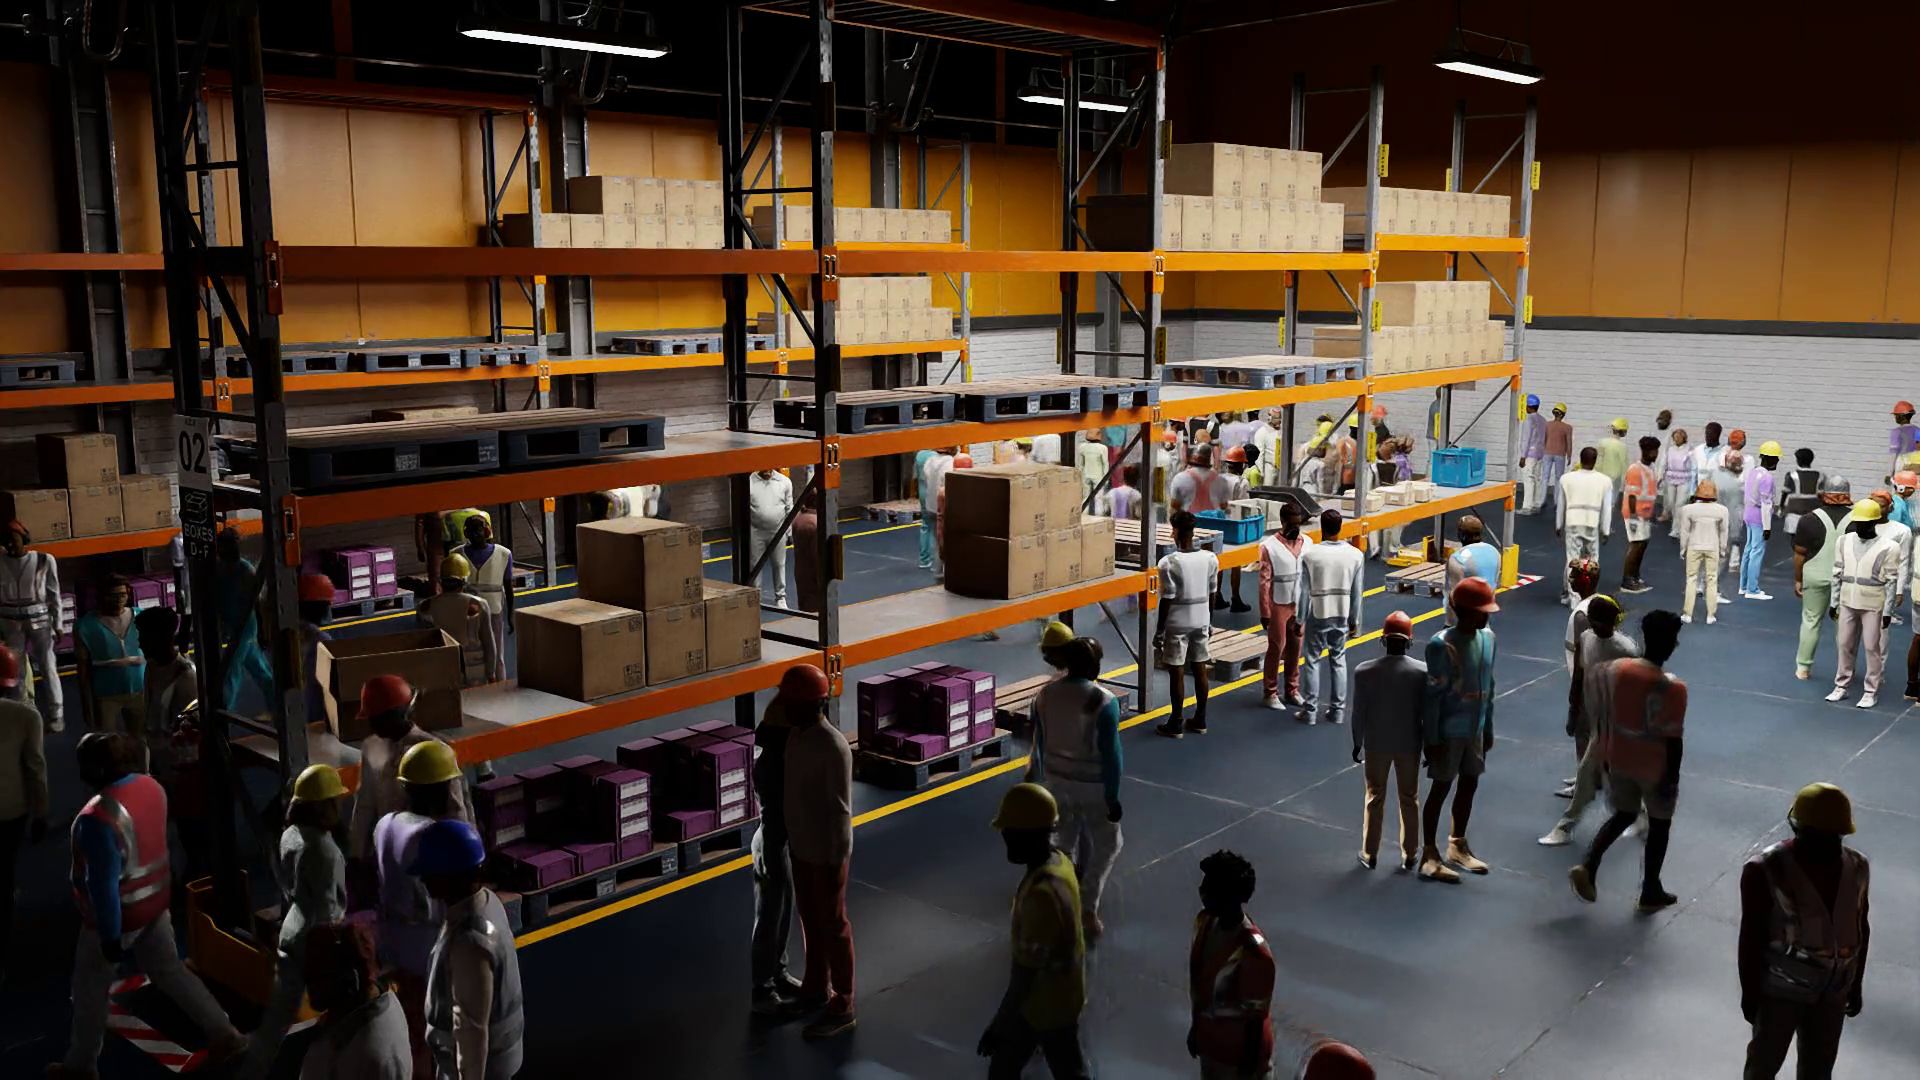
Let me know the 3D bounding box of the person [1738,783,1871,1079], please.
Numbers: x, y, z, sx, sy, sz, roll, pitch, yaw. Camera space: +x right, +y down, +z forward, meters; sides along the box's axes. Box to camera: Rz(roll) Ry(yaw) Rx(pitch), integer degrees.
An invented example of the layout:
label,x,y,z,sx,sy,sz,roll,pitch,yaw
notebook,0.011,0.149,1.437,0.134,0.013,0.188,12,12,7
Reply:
label,x,y,z,sx,sy,sz,roll,pitch,yaw
person,3.724,1.942,7.342,0.596,1.824,0.403,-1,10,-7

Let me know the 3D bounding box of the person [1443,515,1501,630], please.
label,x,y,z,sx,sy,sz,roll,pitch,yaw
person,4.492,0.695,14.740,0.624,1.841,0.430,-7,12,-36

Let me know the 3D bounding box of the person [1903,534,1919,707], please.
label,x,y,z,sx,sy,sz,roll,pitch,yaw
person,8.914,0.552,15.209,0.367,1.966,0.605,2,10,10

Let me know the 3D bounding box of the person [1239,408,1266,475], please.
label,x,y,z,sx,sy,sz,roll,pitch,yaw
person,4.573,-1.216,25.937,0.591,1.913,0.399,-7,12,-38

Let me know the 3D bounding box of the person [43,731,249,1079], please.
label,x,y,z,sx,sy,sz,roll,pitch,yaw
person,-4.056,1.814,8.214,0.946,1.801,0.622,0,10,3

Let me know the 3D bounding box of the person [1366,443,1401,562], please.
label,x,y,z,sx,sy,sz,roll,pitch,yaw
person,5.723,-0.499,22.511,0.548,1.630,0.359,-1,10,-6

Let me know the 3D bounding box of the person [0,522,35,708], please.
label,x,y,z,sx,sy,sz,roll,pitch,yaw
person,-8.517,0.695,14.765,0.561,1.836,0.388,-1,10,-9

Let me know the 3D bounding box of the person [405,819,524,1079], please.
label,x,y,z,sx,sy,sz,roll,pitch,yaw
person,-1.914,2.023,6.515,0.415,1.939,0.611,-2,10,-14

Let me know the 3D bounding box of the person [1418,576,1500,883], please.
label,x,y,z,sx,sy,sz,roll,pitch,yaw
person,3.317,1.235,10.945,0.614,2.034,0.409,-6,11,-32

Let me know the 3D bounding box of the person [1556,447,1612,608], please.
label,x,y,z,sx,sy,sz,roll,pitch,yaw
person,7.382,-0.163,19.716,0.608,1.884,0.813,3,10,20

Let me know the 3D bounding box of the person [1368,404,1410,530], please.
label,x,y,z,sx,sy,sz,roll,pitch,yaw
person,6.285,-1.062,24.890,0.938,1.965,0.636,4,10,21

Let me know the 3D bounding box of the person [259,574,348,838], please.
label,x,y,z,sx,sy,sz,roll,pitch,yaw
person,-4.552,1.192,11.574,0.592,1.915,0.582,7,12,36

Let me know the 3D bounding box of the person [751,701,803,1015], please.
label,x,y,z,sx,sy,sz,roll,pitch,yaw
person,-0.965,1.700,9.063,0.320,1.737,0.487,1,10,8

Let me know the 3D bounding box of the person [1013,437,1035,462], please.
label,x,y,z,sx,sy,sz,roll,pitch,yaw
person,0.848,-0.608,22.779,0.378,1.758,0.549,-1,10,-3

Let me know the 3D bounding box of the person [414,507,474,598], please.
label,x,y,z,sx,sy,sz,roll,pitch,yaw
person,-5.691,0.054,18.429,0.663,1.895,0.405,-5,11,-28

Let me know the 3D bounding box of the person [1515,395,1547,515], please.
label,x,y,z,sx,sy,sz,roll,pitch,yaw
person,9.198,-1.370,26.788,0.411,1.939,0.601,9,13,43

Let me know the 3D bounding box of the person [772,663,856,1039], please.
label,x,y,z,sx,sy,sz,roll,pitch,yaw
person,-0.779,1.619,8.794,0.407,1.986,0.616,-6,11,-33

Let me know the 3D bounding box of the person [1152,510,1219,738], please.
label,x,y,z,sx,sy,sz,roll,pitch,yaw
person,1.922,0.717,14.234,0.603,1.962,0.367,-5,11,-28

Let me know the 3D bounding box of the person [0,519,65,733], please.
label,x,y,z,sx,sy,sz,roll,pitch,yaw
person,-8.048,0.745,14.333,0.589,1.874,0.347,-3,10,-16

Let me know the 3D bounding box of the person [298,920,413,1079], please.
label,x,y,z,sx,sy,sz,roll,pitch,yaw
person,-2.039,2.192,5.603,0.409,1.908,0.639,-4,10,-22

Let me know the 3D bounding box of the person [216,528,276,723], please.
label,x,y,z,sx,sy,sz,roll,pitch,yaw
person,-6.282,0.779,14.380,0.533,1.789,0.983,7,12,38

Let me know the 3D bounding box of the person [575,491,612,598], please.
label,x,y,z,sx,sy,sz,roll,pitch,yaw
person,-3.530,0.412,16.487,0.529,1.832,0.971,-2,10,-9

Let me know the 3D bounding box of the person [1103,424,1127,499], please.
label,x,y,z,sx,sy,sz,roll,pitch,yaw
person,2.629,-1.644,28.258,0.397,1.992,0.638,-2,10,-13

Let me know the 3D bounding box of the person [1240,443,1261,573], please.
label,x,y,z,sx,sy,sz,roll,pitch,yaw
person,3.803,-0.419,21.814,0.316,1.695,0.541,0,10,-1

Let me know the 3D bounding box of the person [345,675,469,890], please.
label,x,y,z,sx,sy,sz,roll,pitch,yaw
person,-2.905,1.658,8.672,0.622,1.939,0.893,6,11,31

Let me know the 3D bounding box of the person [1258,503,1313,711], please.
label,x,y,z,sx,sy,sz,roll,pitch,yaw
person,2.954,0.600,15.120,0.598,1.907,0.408,-6,11,-31

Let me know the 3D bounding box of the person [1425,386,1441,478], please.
label,x,y,z,sx,sy,sz,roll,pitch,yaw
person,8.307,-1.729,28.959,0.372,1.932,0.628,2,10,12

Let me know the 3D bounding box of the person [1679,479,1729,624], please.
label,x,y,z,sx,sy,sz,roll,pitch,yaw
person,8.359,0.131,18.719,0.500,1.633,0.284,3,10,17

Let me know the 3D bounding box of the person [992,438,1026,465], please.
label,x,y,z,sx,sy,sz,roll,pitch,yaw
person,0.658,-0.797,23.381,0.594,1.925,0.369,9,13,43

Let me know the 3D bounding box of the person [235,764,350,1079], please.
label,x,y,z,sx,sy,sz,roll,pitch,yaw
person,-3.105,1.907,7.918,0.500,1.700,0.913,8,13,41

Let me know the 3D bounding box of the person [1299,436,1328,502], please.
label,x,y,z,sx,sy,sz,roll,pitch,yaw
person,4.757,-0.541,22.439,0.377,1.731,0.489,-4,10,-25

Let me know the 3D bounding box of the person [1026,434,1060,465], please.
label,x,y,z,sx,sy,sz,roll,pitch,yaw
person,1.189,-0.911,24.266,0.721,1.858,0.947,-8,13,-41

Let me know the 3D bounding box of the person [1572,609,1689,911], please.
label,x,y,z,sx,sy,sz,roll,pitch,yaw
person,4.190,1.377,10.332,0.692,1.946,0.624,-5,11,-26

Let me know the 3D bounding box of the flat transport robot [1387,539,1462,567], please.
label,x,y,z,sx,sy,sz,roll,pitch,yaw
flat transport robot,6.418,0.183,22.463,0.652,0.197,1.431,9,13,42

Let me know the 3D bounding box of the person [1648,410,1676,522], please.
label,x,y,z,sx,sy,sz,roll,pitch,yaw
person,10.823,-1.120,25.741,0.920,1.784,0.538,-8,12,-40

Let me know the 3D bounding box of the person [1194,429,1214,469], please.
label,x,y,z,sx,sy,sz,roll,pitch,yaw
person,3.543,-0.812,24.347,0.268,1.632,0.506,-3,10,-16

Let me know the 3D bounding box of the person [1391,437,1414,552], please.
label,x,y,z,sx,sy,sz,roll,pitch,yaw
person,6.179,-0.637,23.309,0.324,1.631,0.521,2,10,12

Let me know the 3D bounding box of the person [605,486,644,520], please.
label,x,y,z,sx,sy,sz,roll,pitch,yaw
person,-3.820,0.003,18.916,0.432,1.835,0.626,3,10,19

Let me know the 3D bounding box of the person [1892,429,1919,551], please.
label,x,y,z,sx,sy,sz,roll,pitch,yaw
person,12.355,-0.487,21.464,0.615,1.946,0.391,1,10,5

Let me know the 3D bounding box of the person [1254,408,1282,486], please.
label,x,y,z,sx,sy,sz,roll,pitch,yaw
person,4.699,-1.041,24.949,0.653,1.895,0.401,-7,12,-38

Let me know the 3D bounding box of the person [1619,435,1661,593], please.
label,x,y,z,sx,sy,sz,roll,pitch,yaw
person,8.406,-0.327,20.493,0.411,1.949,0.699,9,13,42

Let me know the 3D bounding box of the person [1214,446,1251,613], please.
label,x,y,z,sx,sy,sz,roll,pitch,yaw
person,3.174,-0.130,19.371,0.375,1.935,0.550,-9,13,-43

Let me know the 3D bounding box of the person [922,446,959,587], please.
label,x,y,z,sx,sy,sz,roll,pitch,yaw
person,-0.129,-0.368,20.485,0.536,2.000,0.693,-9,13,-41
